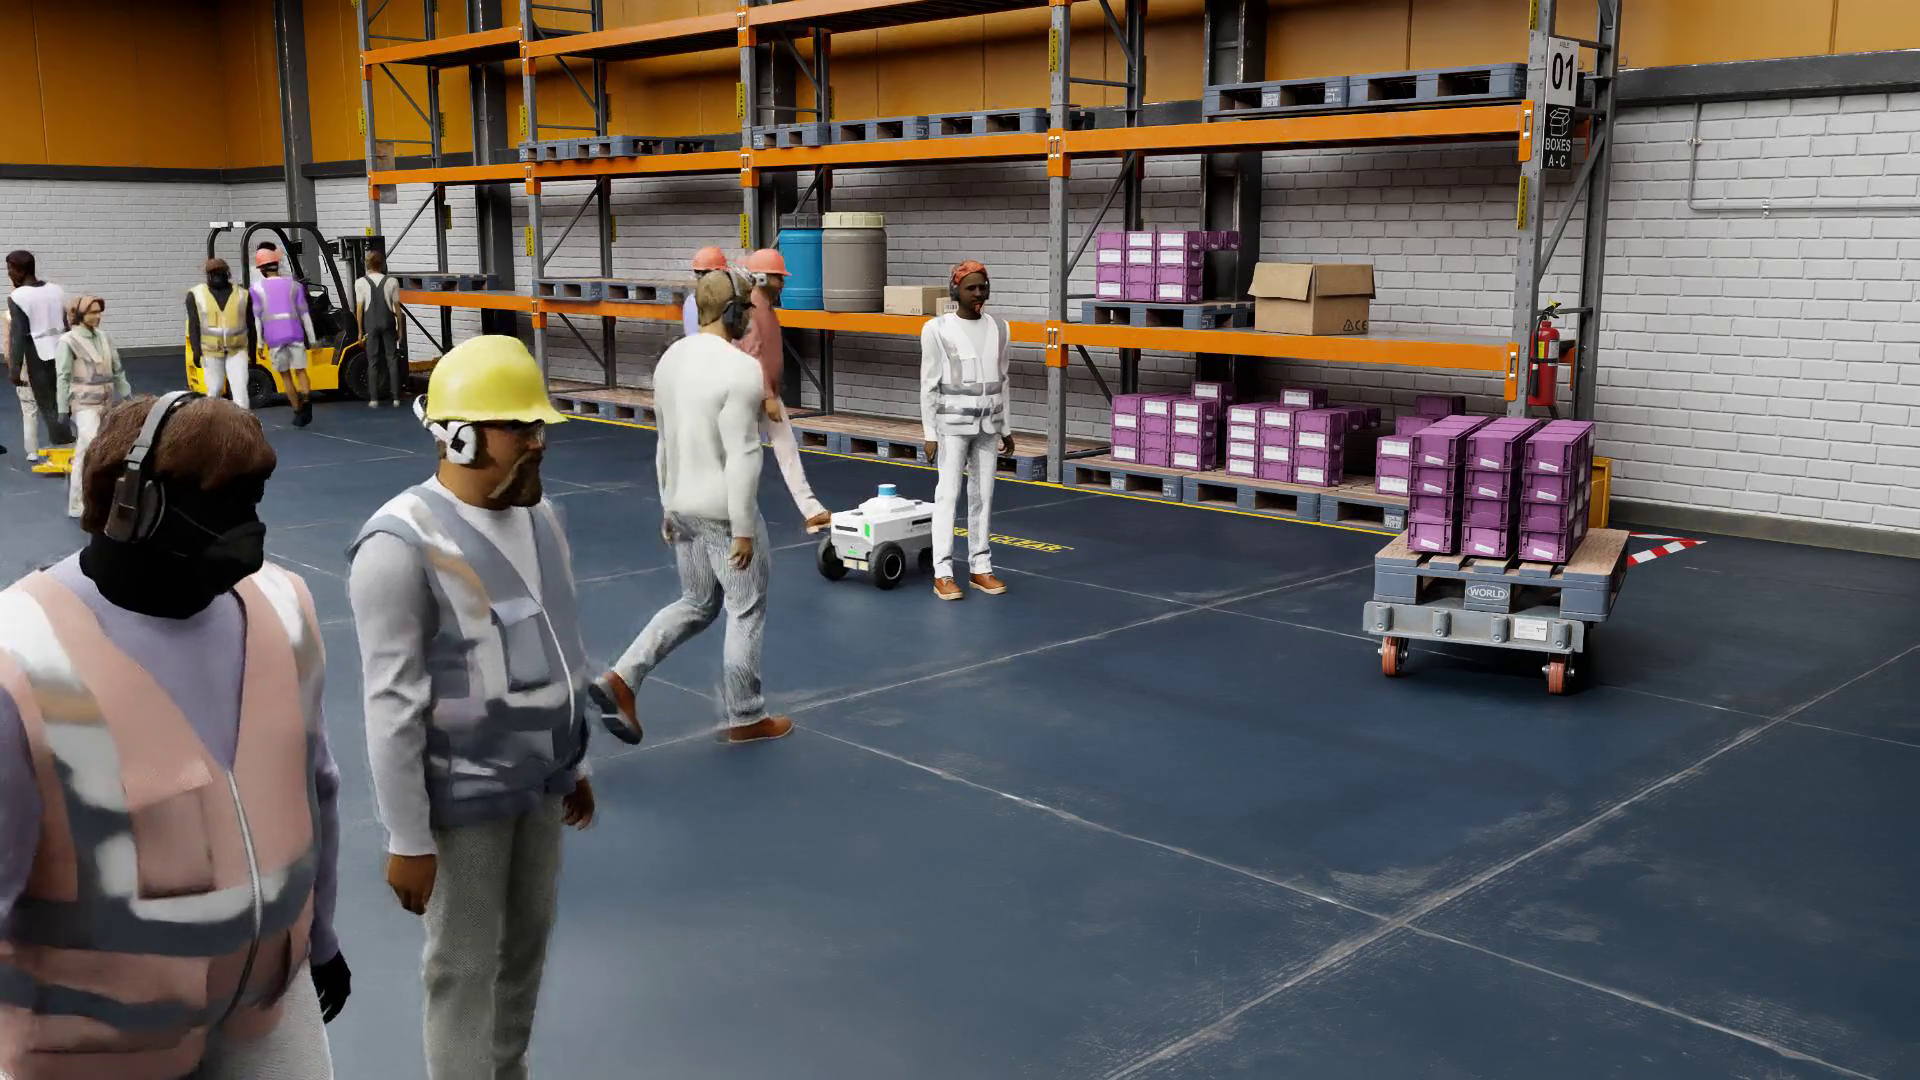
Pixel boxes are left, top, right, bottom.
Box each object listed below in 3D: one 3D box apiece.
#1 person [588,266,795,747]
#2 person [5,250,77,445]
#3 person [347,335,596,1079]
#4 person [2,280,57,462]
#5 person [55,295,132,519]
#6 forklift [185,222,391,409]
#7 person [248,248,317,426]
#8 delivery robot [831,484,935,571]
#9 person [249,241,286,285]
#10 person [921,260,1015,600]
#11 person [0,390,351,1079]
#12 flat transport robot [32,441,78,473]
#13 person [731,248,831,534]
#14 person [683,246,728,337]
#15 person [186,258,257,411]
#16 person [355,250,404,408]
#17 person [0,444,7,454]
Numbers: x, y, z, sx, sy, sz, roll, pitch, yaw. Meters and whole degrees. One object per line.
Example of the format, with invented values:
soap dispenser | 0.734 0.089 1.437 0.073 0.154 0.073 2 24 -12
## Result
person | -1.034 -0.095 6.433 0.745 1.914 0.636 -9 14 -41
person | -7.869 -1.528 14.265 0.456 1.894 0.630 2 11 11
person | -0.971 0.499 3.460 0.406 1.827 0.621 3 11 18
person | -8.258 -1.517 14.908 0.517 1.639 0.313 -5 11 -24
person | -6.034 -0.915 11.732 0.803 1.604 0.520 1 10 4
forklift | -8.169 -2.758 20.163 2.313 2.155 1.214 -10 14 -44
person | -7.104 -2.115 17.494 0.602 1.886 0.757 -7 13 -35
delivery robot | -0.425 -0.084 9.802 0.477 0.478 0.707 9 14 39
person | -9.476 -3.100 22.703 0.627 1.944 0.560 2 11 9
person | 0.048 -0.613 9.312 0.587 1.882 0.342 -7 12 -32
person | -1.111 0.700 2.365 0.845 1.795 0.764 6 12 30
flat transport robot | -7.483 -0.774 14.595 0.652 0.197 1.431 -1 10 -4
person | -1.330 -0.982 11.206 1.068 1.936 0.624 3 11 17
person | -1.854 -1.214 12.444 0.356 1.939 0.543 -7 13 -34
person | -7.319 -1.895 16.533 0.632 1.819 0.806 -5 12 -27
person | -6.827 -2.478 19.593 0.515 1.842 0.328 -4 11 -20
person | -9.111 -1.725 15.231 0.547 1.939 0.376 -3 11 -15
